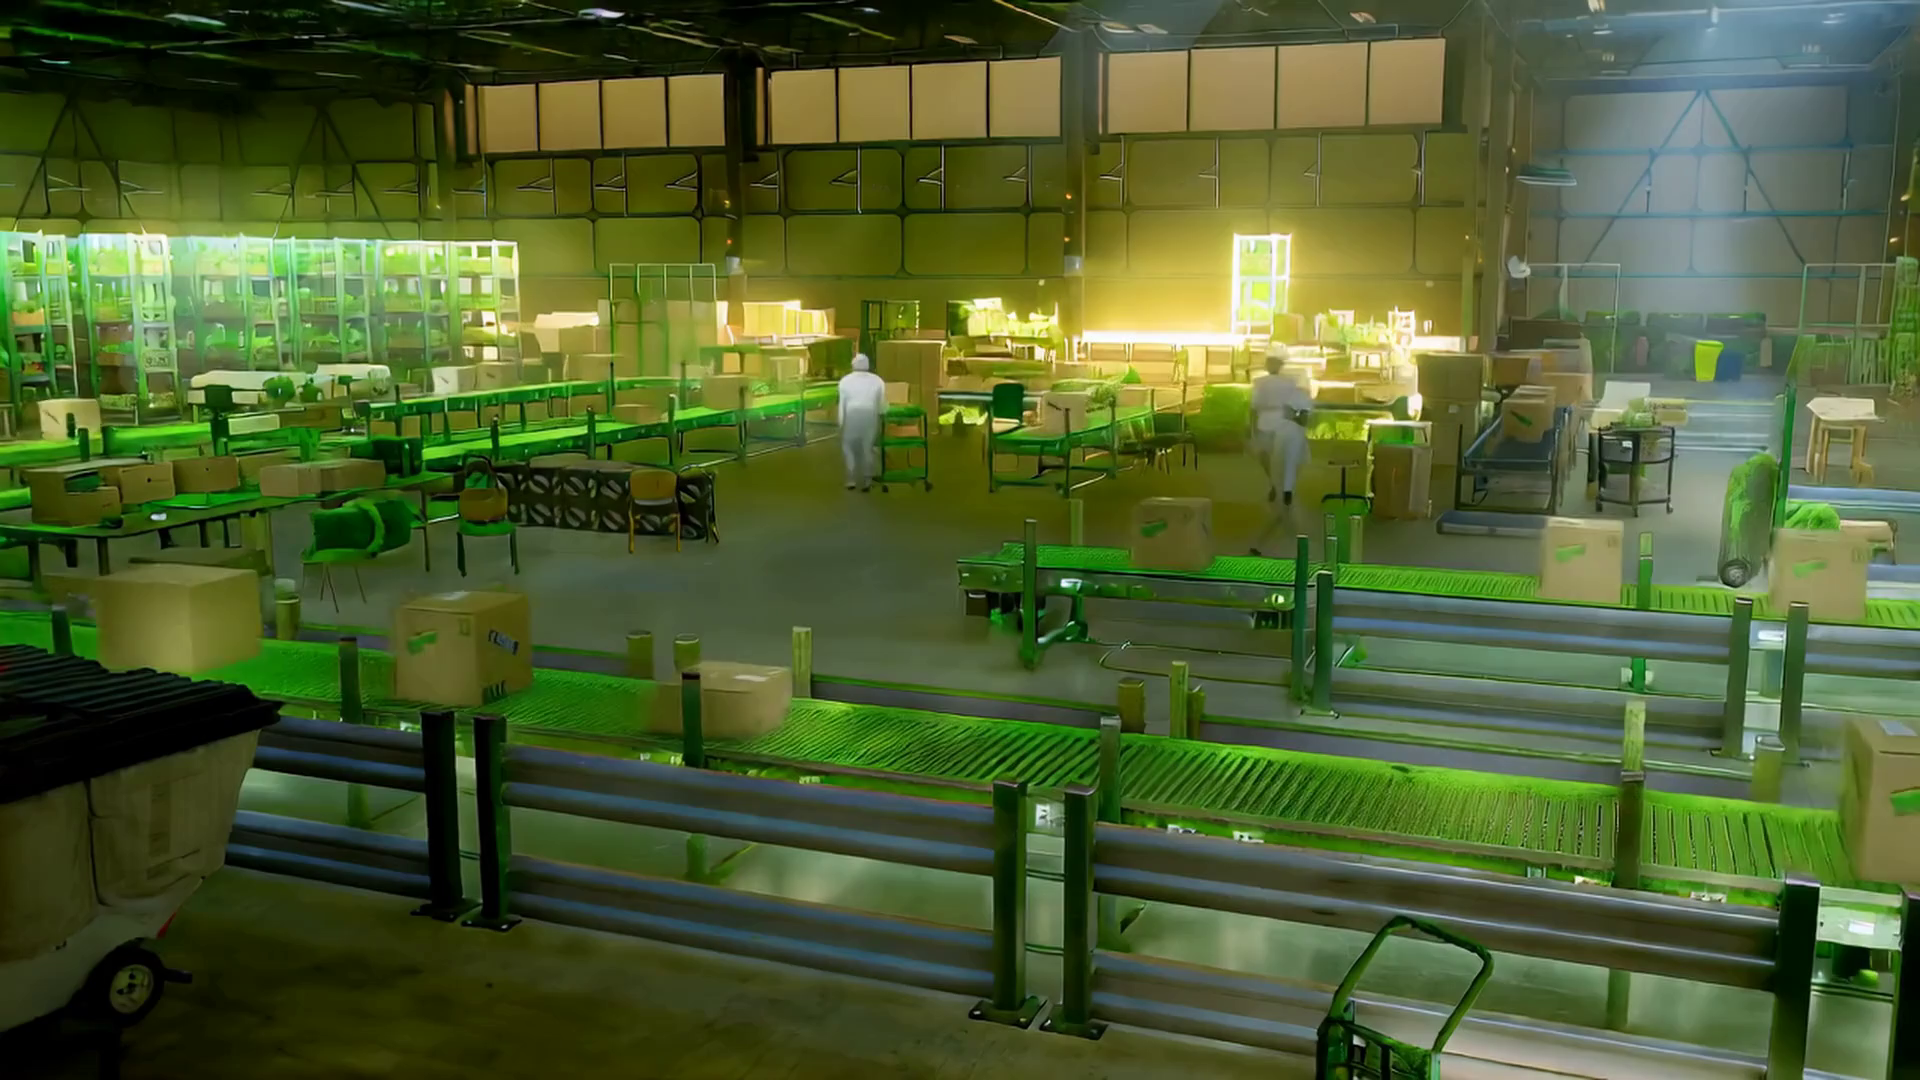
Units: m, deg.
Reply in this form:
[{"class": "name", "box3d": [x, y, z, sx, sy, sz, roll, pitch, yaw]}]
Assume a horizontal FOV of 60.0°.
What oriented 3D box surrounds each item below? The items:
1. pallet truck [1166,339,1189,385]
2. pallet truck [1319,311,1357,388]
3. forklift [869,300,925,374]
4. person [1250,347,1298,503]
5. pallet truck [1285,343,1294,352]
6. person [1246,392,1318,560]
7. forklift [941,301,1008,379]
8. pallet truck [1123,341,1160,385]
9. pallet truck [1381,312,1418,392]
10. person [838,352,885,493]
[{"class": "pallet truck", "box3d": [5.418, -4.269, 40.420, 0.704, 1.261, 1.522, 3, 10, 20]}, {"class": "pallet truck", "box3d": [9.071, -4.419, 39.190, 0.823, 1.965, 1.885, 5, 10, 26]}, {"class": "forklift", "box3d": [-1.732, -5.109, 42.468, 1.157, 1.987, 2.680, 4, 10, 22]}, {"class": "person", "box3d": [3.986, -1.420, 21.014, 0.613, 2.018, 0.748, -2, 10, -10]}, {"class": "pallet truck", "box3d": [7.886, -4.163, 39.743, 0.653, 1.274, 1.630, 4, 10, 22]}, {"class": "person", "box3d": [3.213, -0.585, 16.599, 0.642, 1.798, 0.621, 0, 9, -1]}, {"class": "forklift", "box3d": [0.365, -4.966, 41.571, 1.157, 1.987, 2.680, 3, 10, 20]}, {"class": "pallet truck", "box3d": [4.445, -4.380, 41.279, 0.680, 1.201, 1.601, 4, 10, 22]}, {"class": "pallet truck", "box3d": [10.207, -4.283, 38.369, 0.823, 1.965, 1.885, 3, 10, 20]}, {"class": "person", "box3d": [-1.337, -1.576, 22.320, 0.658, 1.875, 0.677, -2, 10, -14]}]
